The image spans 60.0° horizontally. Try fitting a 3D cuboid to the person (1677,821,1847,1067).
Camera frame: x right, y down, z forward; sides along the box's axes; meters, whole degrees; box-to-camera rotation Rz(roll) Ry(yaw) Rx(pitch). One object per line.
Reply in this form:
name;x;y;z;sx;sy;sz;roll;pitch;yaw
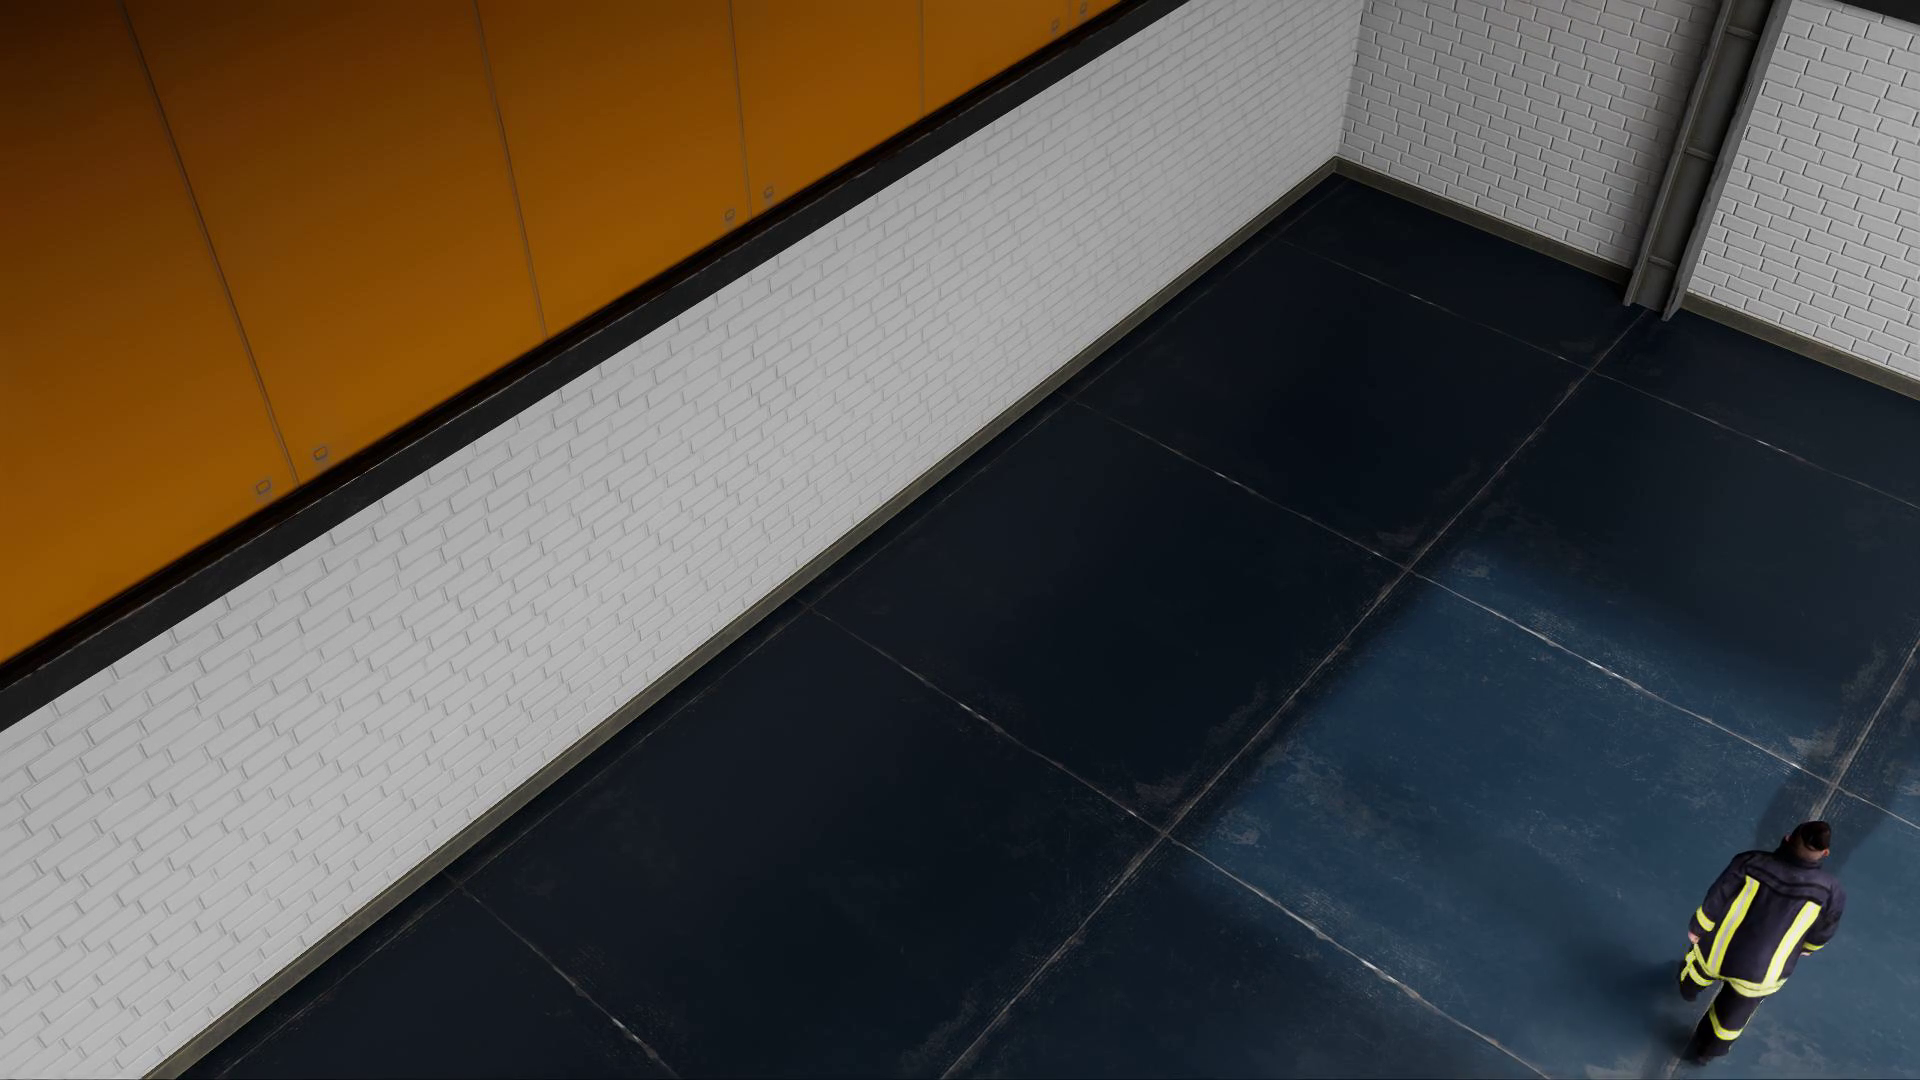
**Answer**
person;4.031;2.083;8.491;0.898;1.847;0.952;20;47;19
